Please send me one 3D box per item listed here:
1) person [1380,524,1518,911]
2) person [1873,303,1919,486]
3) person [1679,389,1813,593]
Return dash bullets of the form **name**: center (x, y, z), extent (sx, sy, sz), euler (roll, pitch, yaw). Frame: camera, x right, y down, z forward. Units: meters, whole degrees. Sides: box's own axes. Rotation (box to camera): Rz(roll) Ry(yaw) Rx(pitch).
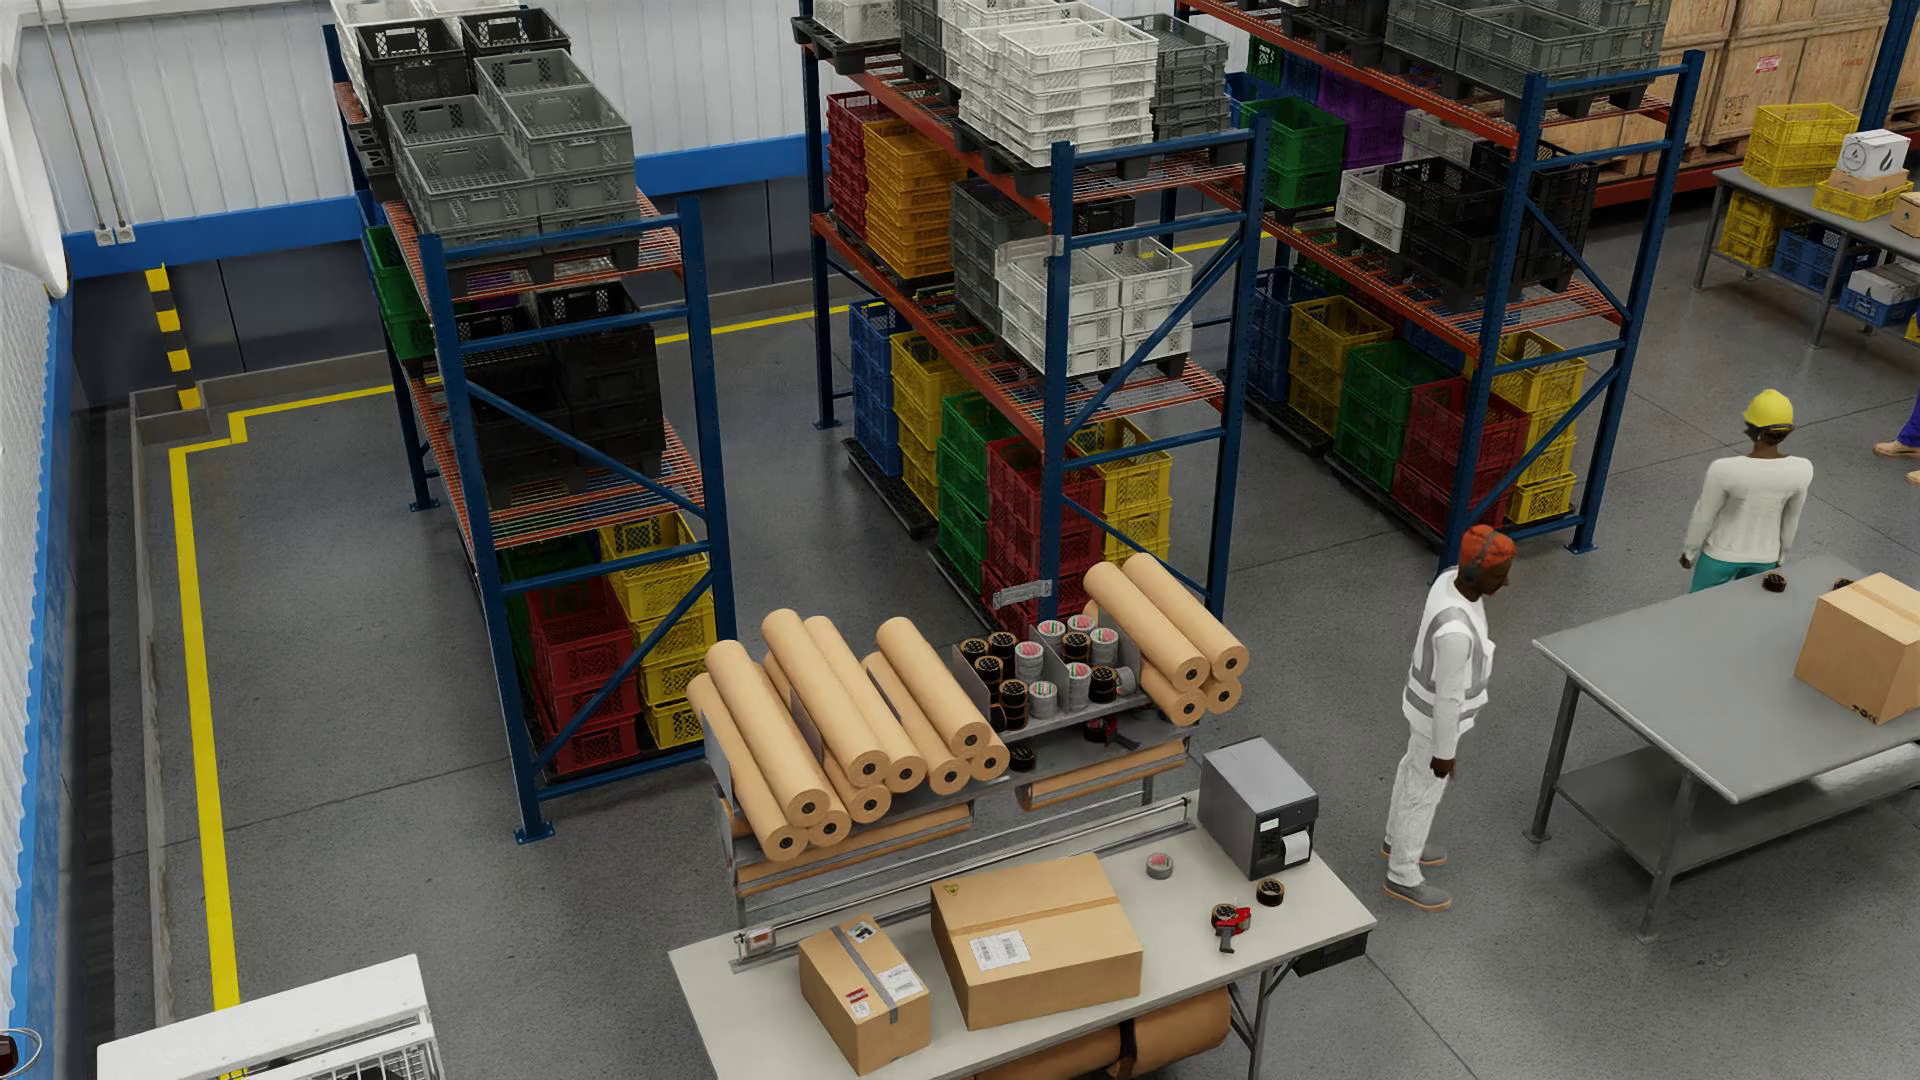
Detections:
- **person**: center (2.092, 0.755, 7.206), extent (0.353, 1.882, 0.575), euler (7, 32, 12)
- **person**: center (6.274, -1.327, 10.437), extent (0.539, 2.000, 0.685), euler (-1, 32, -2)
- **person**: center (3.944, 0.053, 8.467), extent (0.522, 1.758, 0.340), euler (1, 32, 2)
